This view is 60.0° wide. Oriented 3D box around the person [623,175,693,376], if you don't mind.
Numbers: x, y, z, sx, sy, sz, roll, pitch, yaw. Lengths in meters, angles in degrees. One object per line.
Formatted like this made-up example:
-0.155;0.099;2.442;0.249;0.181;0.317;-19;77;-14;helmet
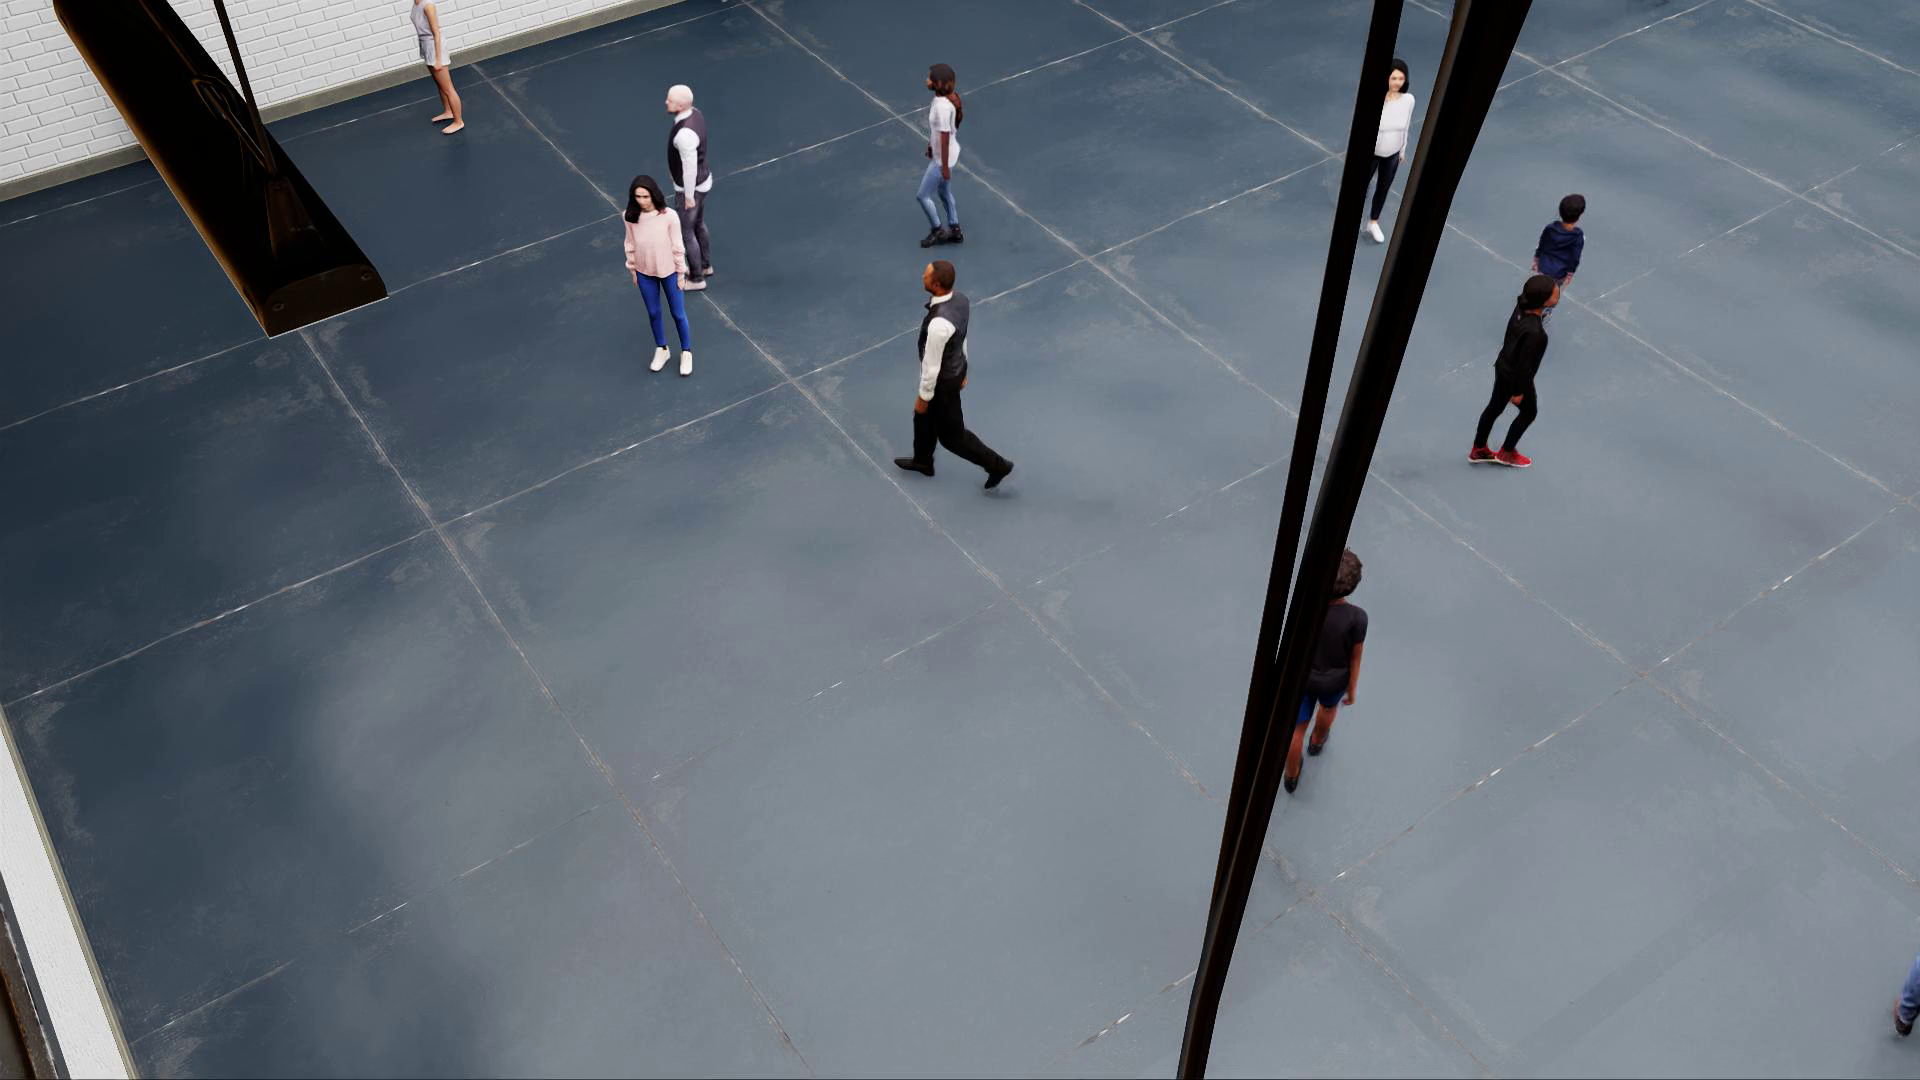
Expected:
-2.319;-2.061;12.853;0.713;1.766;0.774;7;44;7;person

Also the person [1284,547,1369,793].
2.098;0.843;9.802;0.882;1.769;0.973;13;45;14;person

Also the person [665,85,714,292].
-2.179;-2.924;13.723;0.868;1.815;0.837;0;44;0;person

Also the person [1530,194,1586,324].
4.761;-2.174;13.388;0.674;1.191;0.855;27;50;25;person

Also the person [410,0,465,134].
-4.960;-4.634;15.669;0.528;1.607;0.562;-25;49;-24;person

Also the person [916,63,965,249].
-0.069;-3.240;14.132;0.792;1.707;0.739;-1;44;-1;person

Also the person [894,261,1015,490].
-0.030;-1.107;11.758;1.216;1.894;1.197;10;44;10;person

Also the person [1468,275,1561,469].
3.934;-1.191;12.016;0.829;1.660;0.773;-2;44;-2;person

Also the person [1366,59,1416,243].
3.596;-3.328;14.230;0.631;1.700;0.757;-6;44;-7;person
